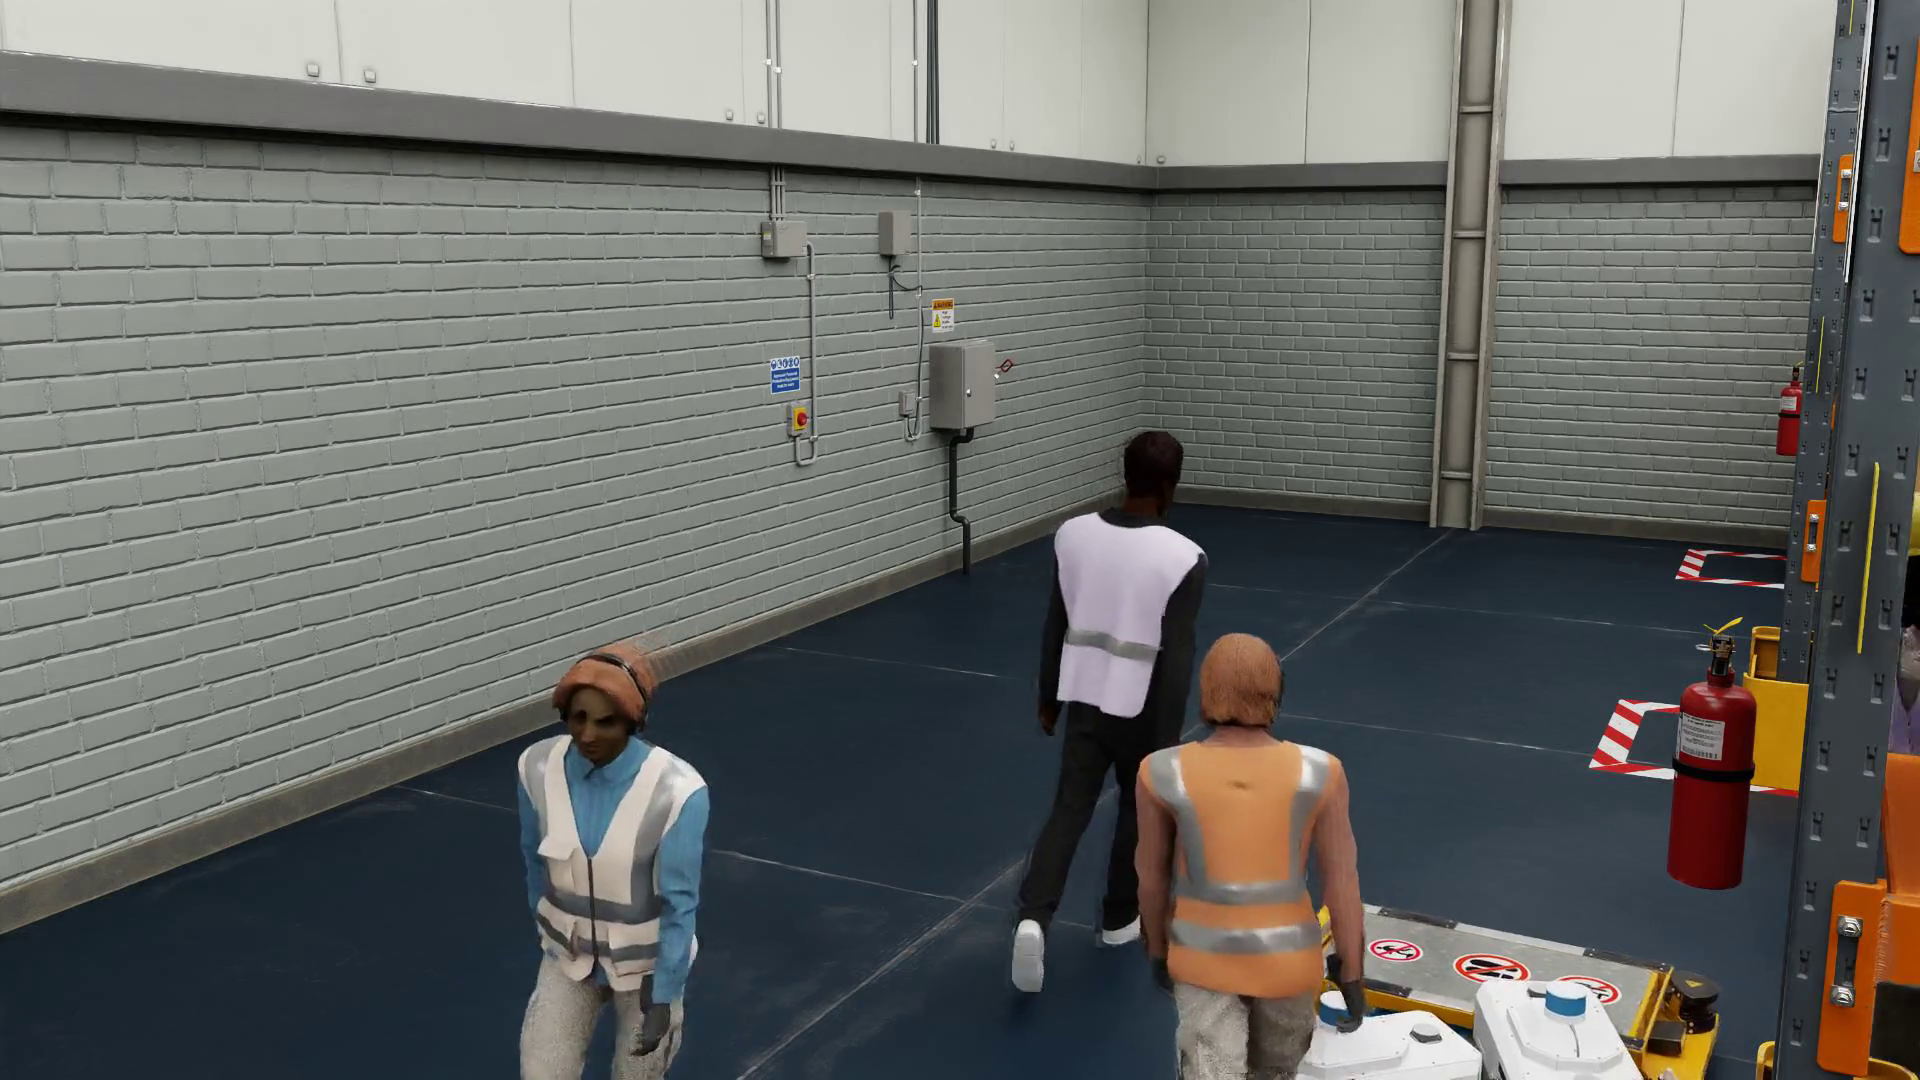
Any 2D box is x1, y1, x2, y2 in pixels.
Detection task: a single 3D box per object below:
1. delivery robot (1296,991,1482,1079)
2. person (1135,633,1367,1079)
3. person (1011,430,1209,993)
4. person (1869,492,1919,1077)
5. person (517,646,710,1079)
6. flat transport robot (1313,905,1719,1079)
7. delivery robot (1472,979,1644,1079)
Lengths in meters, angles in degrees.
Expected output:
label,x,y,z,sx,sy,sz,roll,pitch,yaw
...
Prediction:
label,x,y,z,sx,sy,sz,roll,pitch,yaw
delivery robot,0.975,1.416,4.320,0.707,0.478,0.477,-3,11,-16
person,0.679,1.012,3.928,0.532,1.594,0.793,0,10,2
person,0.476,0.571,5.600,0.636,1.878,0.862,8,13,38
person,2.756,0.800,4.373,0.870,1.867,0.660,-1,10,-4
person,-0.802,1.005,3.938,0.530,1.604,0.505,2,11,13
flat transport robot,1.589,1.433,5.261,1.431,0.197,0.652,6,12,29
delivery robot,1.581,1.406,4.377,0.477,0.478,0.707,1,10,7
